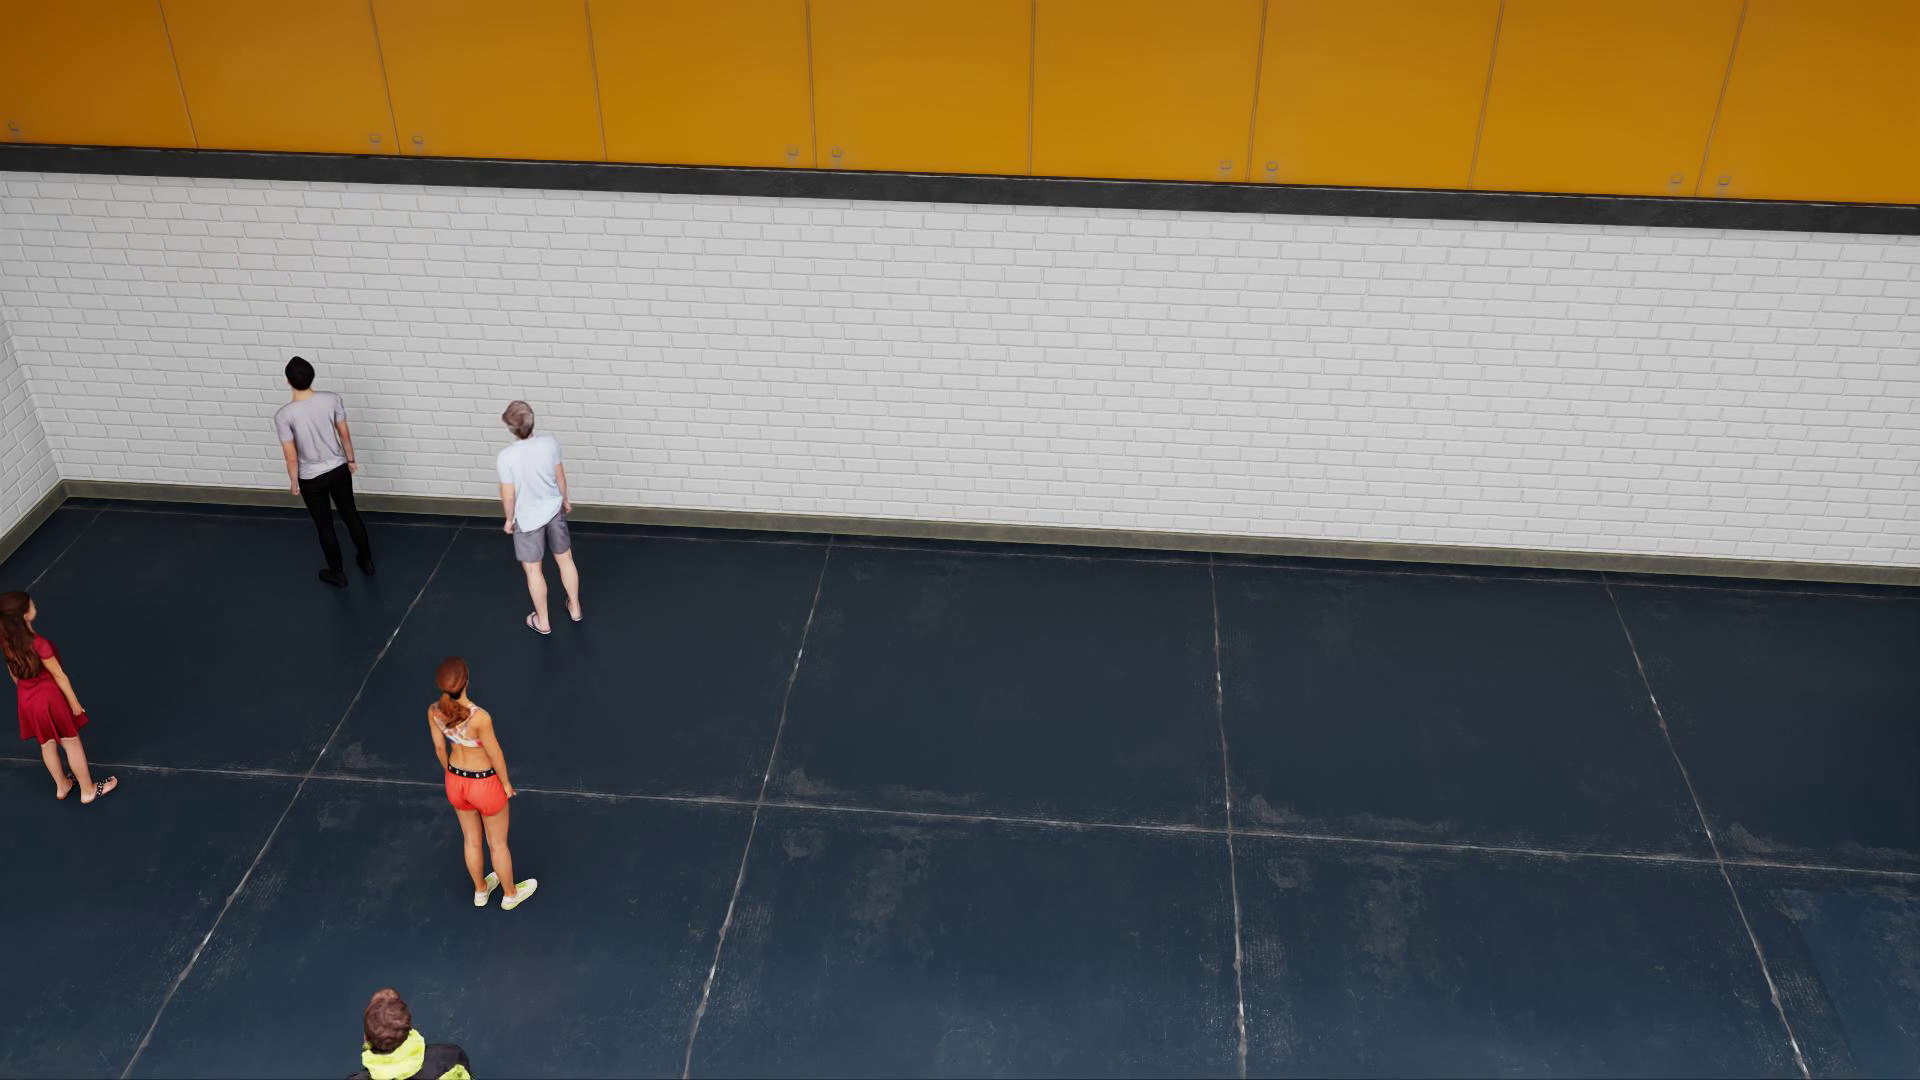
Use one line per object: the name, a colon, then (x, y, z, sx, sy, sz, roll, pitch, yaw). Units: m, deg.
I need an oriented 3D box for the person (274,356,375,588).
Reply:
person: (-4.702, -0.498, 12.294, 0.722, 1.863, 0.797, -27, 42, -35)

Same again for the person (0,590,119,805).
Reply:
person: (-5.695, 0.977, 10.356, 0.588, 1.552, 0.644, 8, 35, 12)

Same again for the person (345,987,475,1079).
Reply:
person: (-2.357, 2.782, 7.276, 1.182, 1.956, 1.274, -21, 39, -28)

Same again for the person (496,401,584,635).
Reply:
person: (-2.991, -0.162, 11.820, 0.738, 1.829, 0.779, -21, 39, -29)

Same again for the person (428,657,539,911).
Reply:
person: (-2.768, 1.403, 9.500, 0.619, 1.792, 0.628, 10, 35, 15)
